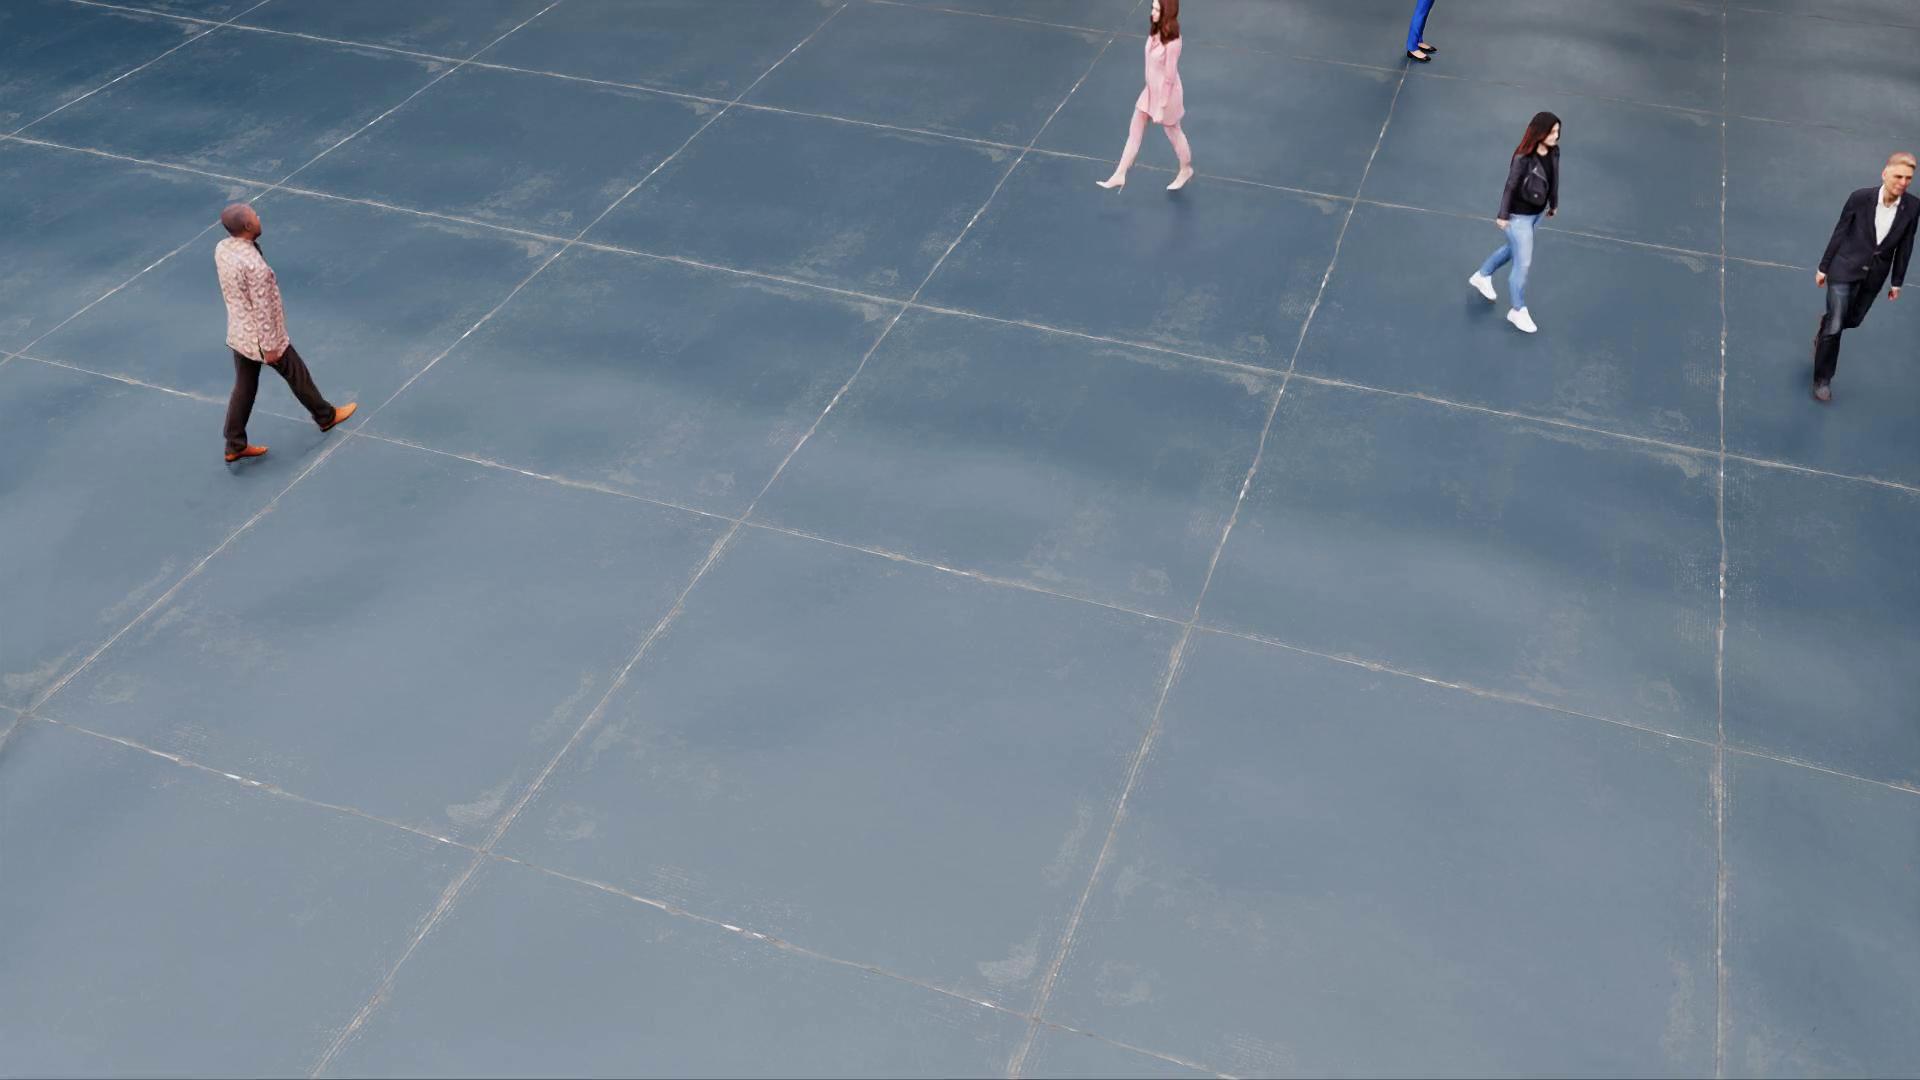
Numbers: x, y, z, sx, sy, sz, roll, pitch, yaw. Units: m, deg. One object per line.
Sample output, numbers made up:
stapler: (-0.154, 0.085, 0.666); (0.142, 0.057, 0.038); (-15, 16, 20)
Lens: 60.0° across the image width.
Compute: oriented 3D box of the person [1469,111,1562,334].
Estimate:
person: (4.185, -2.462, 12.492); (1.027, 1.619, 1.016); (-24, 44, -28)

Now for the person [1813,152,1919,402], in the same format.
person: (6.302, -1.926, 11.670); (0.756, 1.787, 1.134); (8, 39, 11)

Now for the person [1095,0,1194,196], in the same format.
person: (1.785, -3.711, 13.978); (1.162, 1.754, 1.141); (-13, 40, -16)

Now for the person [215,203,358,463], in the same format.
person: (-4.666, -1.293, 10.886); (0.946, 1.757, 1.286); (26, 45, 29)

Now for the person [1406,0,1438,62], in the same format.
person: (4.688, -5.653, 16.505); (0.696, 1.700, 0.508); (17, 41, 20)
